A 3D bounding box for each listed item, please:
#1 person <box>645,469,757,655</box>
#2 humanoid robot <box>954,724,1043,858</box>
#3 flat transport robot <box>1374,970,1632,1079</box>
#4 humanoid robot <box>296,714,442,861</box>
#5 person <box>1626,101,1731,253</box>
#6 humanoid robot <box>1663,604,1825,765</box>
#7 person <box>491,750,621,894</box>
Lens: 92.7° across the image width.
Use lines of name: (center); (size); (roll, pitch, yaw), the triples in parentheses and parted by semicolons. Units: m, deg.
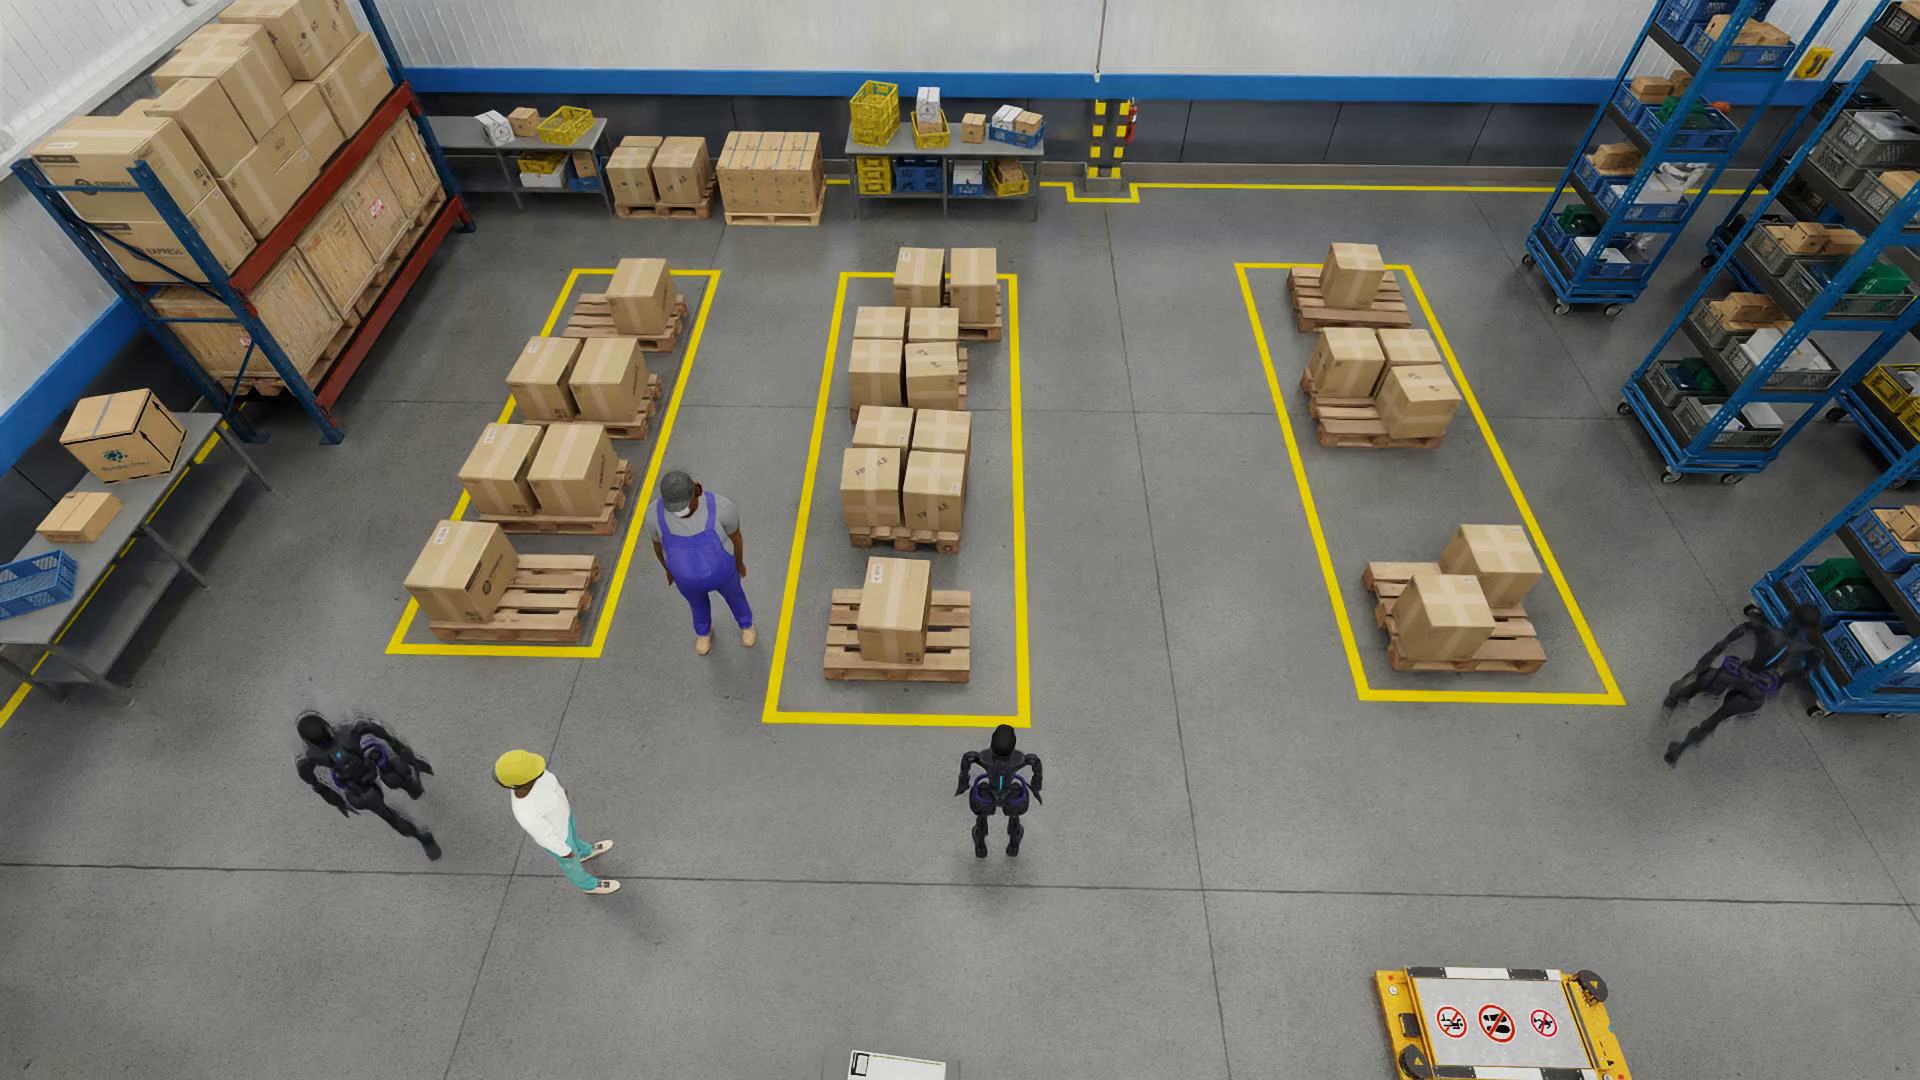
person: (-2.001, 0.211, 7.171); (0.680, 2.000, 0.538); (-8, 51, -6)
humanoid robot: (0.264, 1.699, 6.183); (0.609, 1.657, 0.313); (1, 51, 1)
flat transport robot: (3.501, 3.133, 5.914); (1.431, 0.197, 0.652); (1, 51, 1)
humanoid robot: (-4.040, 1.595, 6.293); (0.684, 1.638, 0.596); (36, 59, 26)
person: (8.495, -4.293, 10.943); (0.356, 1.884, 0.573); (-1, 51, 0)
humanoid robot: (5.762, 1.019, 6.770); (0.568, 1.618, 0.779); (35, 59, 25)
person: (-2.638, 1.838, 6.020); (0.319, 1.769, 0.523); (-15, 52, -12)
